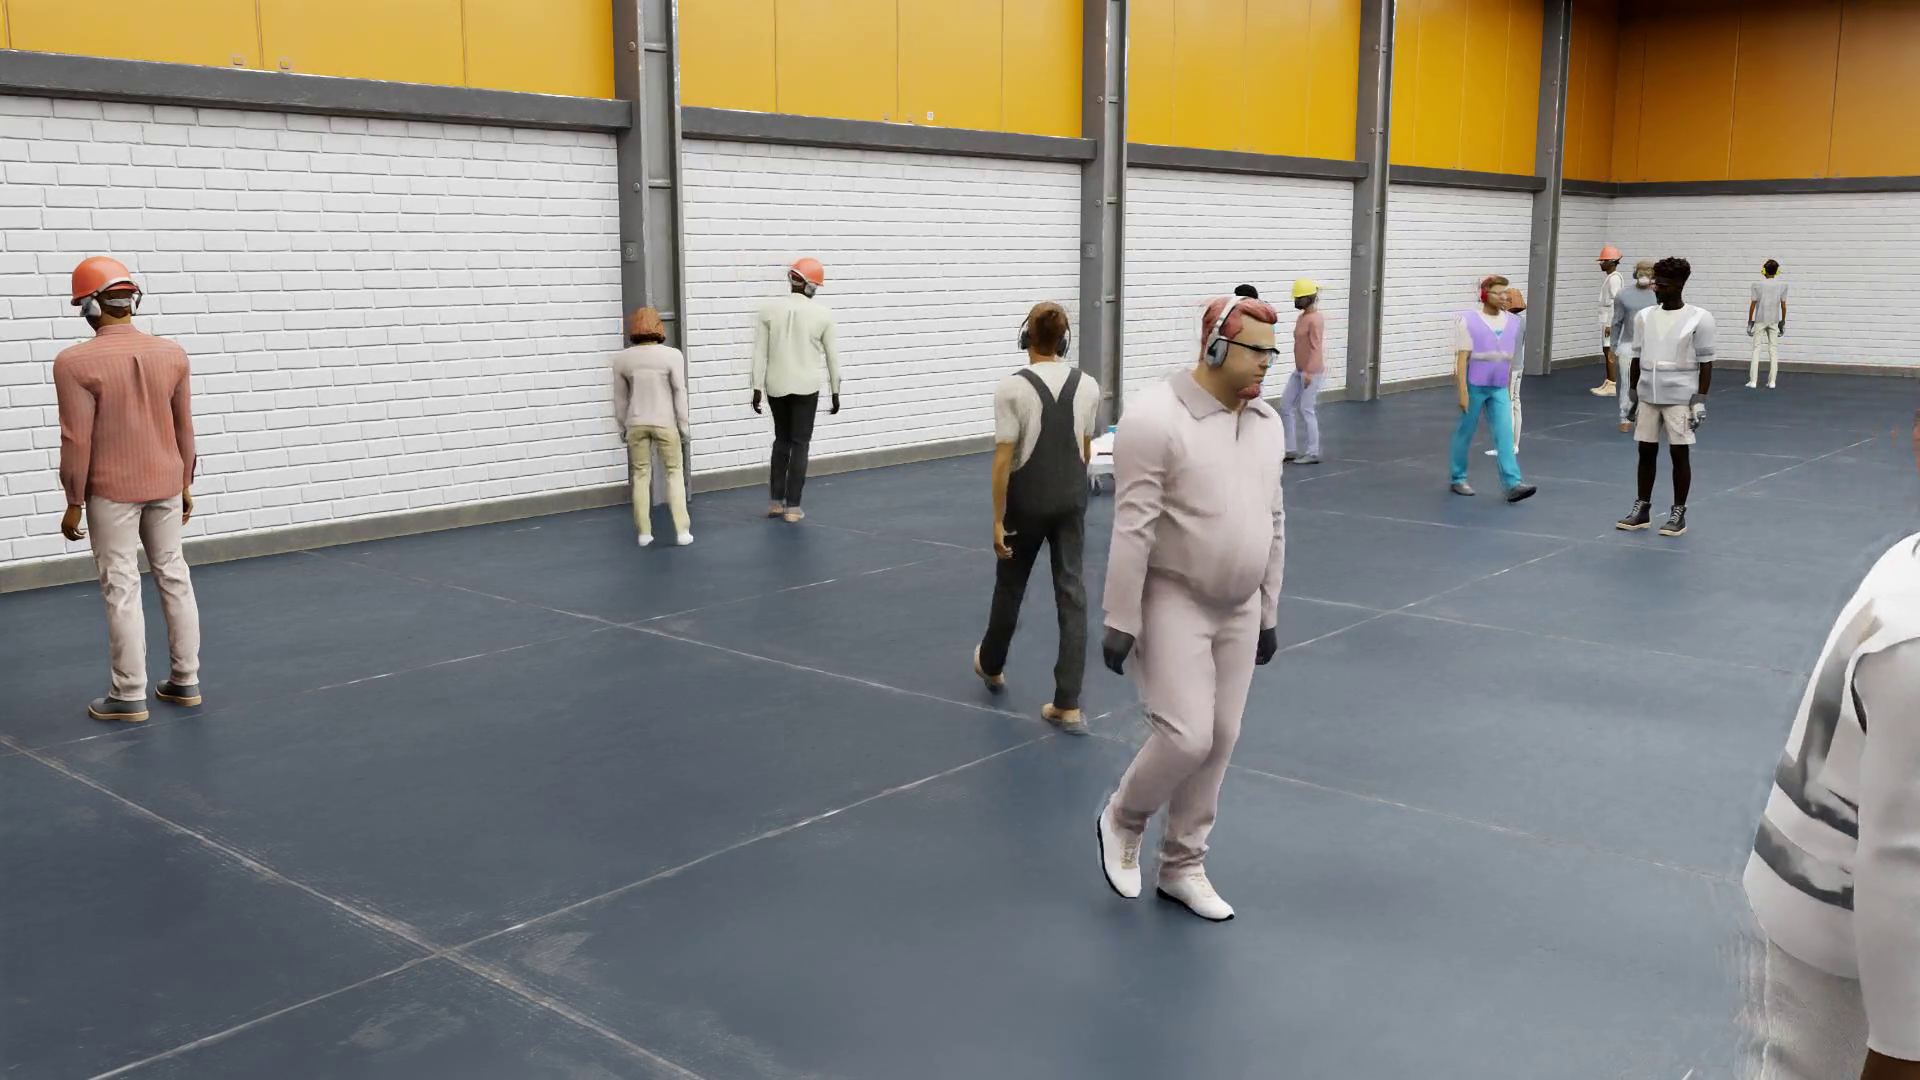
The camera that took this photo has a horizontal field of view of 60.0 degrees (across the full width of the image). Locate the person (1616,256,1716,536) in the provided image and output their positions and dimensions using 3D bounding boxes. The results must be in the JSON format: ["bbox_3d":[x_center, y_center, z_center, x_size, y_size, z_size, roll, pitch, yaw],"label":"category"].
[{"bbox_3d":[5.001,-1.014,11.772,0.367,1.963,0.609,-7,12,-36],"label":"person"}]

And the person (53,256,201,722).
[{"bbox_3d":[-3.580,-0.215,7.161,0.389,1.986,0.608,6,11,29],"label":"person"}]

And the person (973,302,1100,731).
[{"bbox_3d":[0.333,-0.130,7.237,0.513,1.780,1.011,-3,11,-19],"label":"person"}]

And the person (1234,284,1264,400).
[{"bbox_3d":[2.596,-1.470,15.128,0.317,1.695,0.540,6,12,32],"label":"person"}]

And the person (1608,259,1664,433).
[{"bbox_3d":[7.536,-2.147,18.378,0.659,1.914,0.690,6,12,32],"label":"person"}]

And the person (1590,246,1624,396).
[{"bbox_3d":[8.878,-2.995,22.830,0.392,2.041,0.615,3,10,17],"label":"person"}]

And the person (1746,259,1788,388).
[{"bbox_3d":[11.715,-3.135,24.154,0.516,1.862,0.317,2,10,13],"label":"person"}]

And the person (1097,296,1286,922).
[{"bbox_3d":[0.731,0.214,5.003,0.672,1.881,0.431,-7,12,-35],"label":"person"}]

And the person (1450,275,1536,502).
[{"bbox_3d":[4.255,-1.206,13.323,0.594,1.794,0.979,-3,10,-16],"label":"person"}]

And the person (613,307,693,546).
[{"bbox_3d":[-2.087,-0.762,11.304,0.540,1.625,0.334,1,10,8],"label":"person"}]

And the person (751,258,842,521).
[{"bbox_3d":[-1.219,-1.127,12.447,0.637,1.946,0.635,2,10,10],"label":"person"}]

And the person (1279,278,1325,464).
[{"bbox_3d":[3.123,-1.565,15.525,0.572,1.738,0.571,-2,10,-10],"label":"person"}]

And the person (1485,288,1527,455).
[{"bbox_3d":[5.358,-1.638,16.266,0.285,1.633,0.497,7,12,37],"label":"person"}]

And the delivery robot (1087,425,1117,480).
[{"bbox_3d":[1.280,-0.708,13.772,0.707,0.478,0.477,-3,10,-14],"label":"delivery robot"}]

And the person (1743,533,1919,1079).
[{"bbox_3d":[1.480,0.641,2.695,0.554,1.844,0.612,8,13,37],"label":"person"}]
